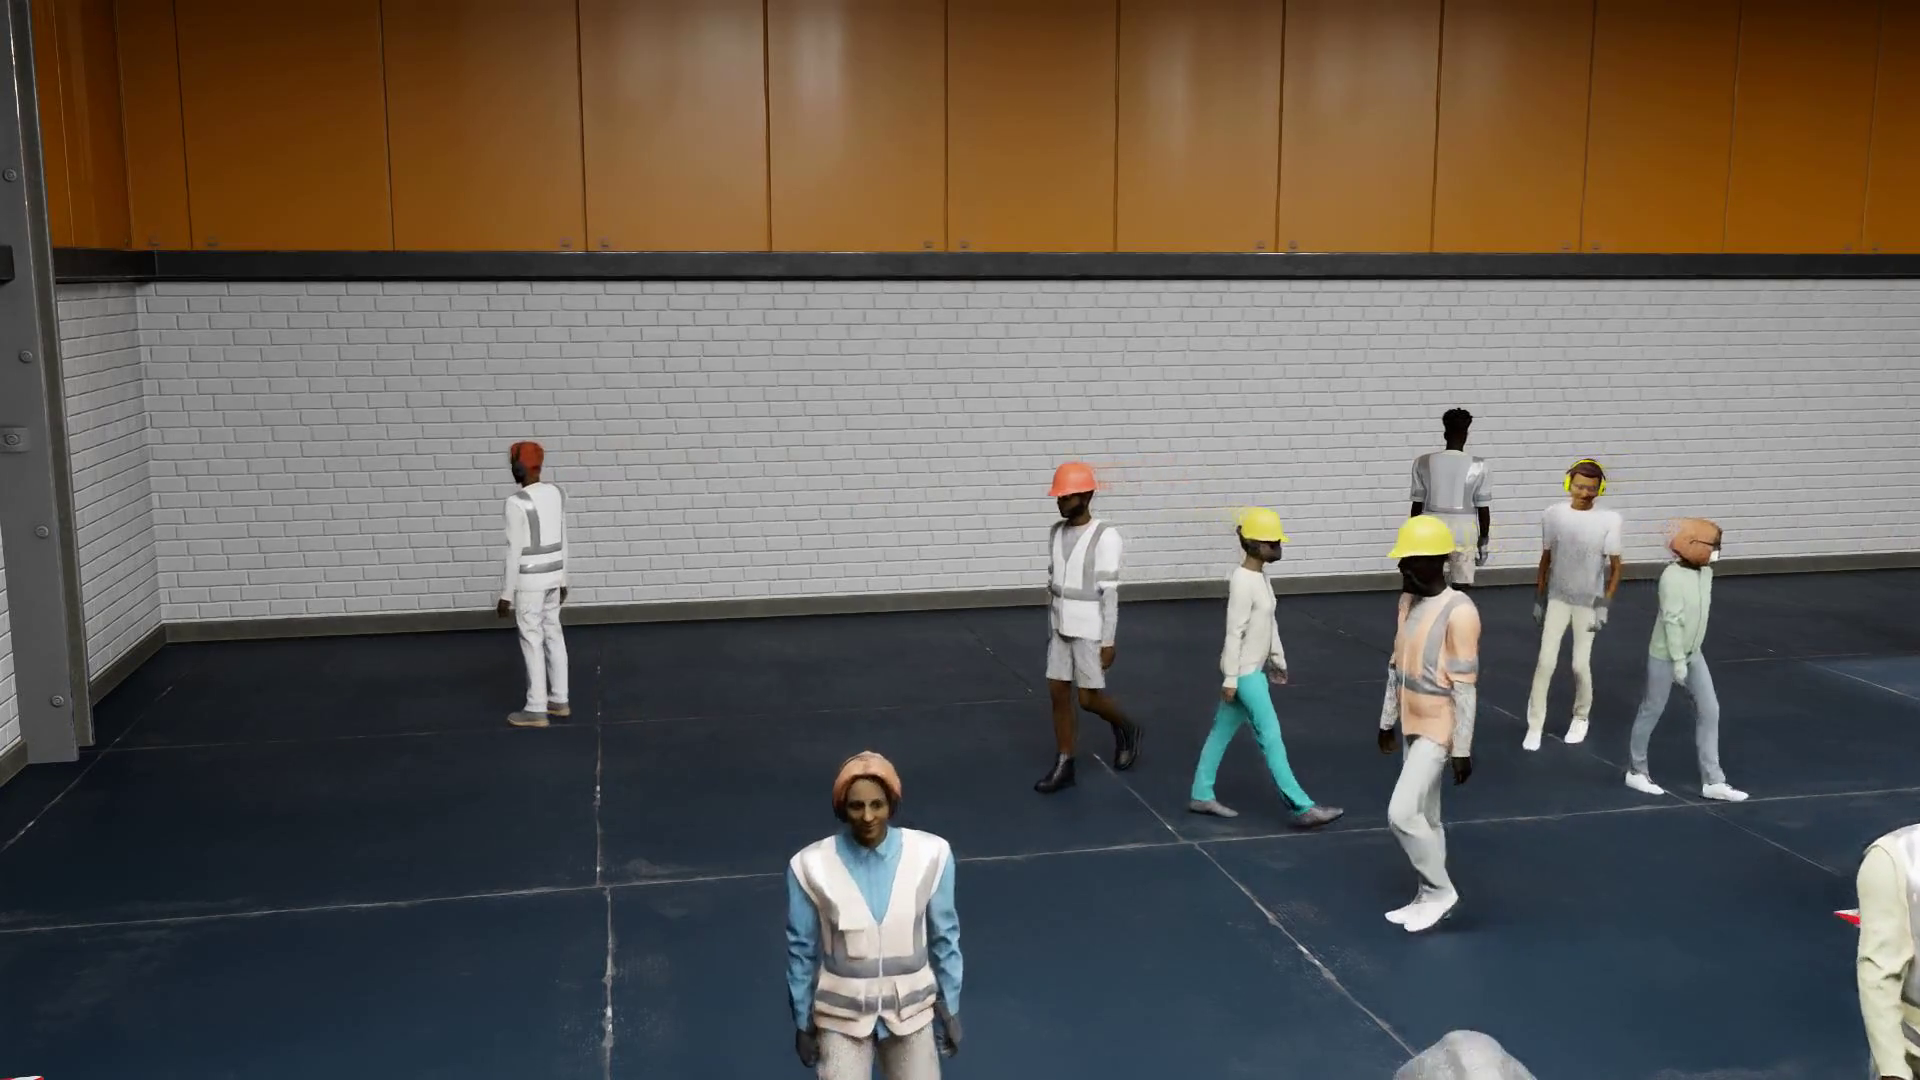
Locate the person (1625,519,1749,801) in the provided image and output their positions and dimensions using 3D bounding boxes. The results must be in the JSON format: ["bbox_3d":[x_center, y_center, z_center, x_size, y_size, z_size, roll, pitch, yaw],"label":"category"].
[{"bbox_3d":[4.105,0.686,9.310,0.515,1.602,0.751,-6,11,-33],"label":"person"}]

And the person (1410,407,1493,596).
[{"bbox_3d":[3.701,-0.022,12.573,0.607,1.959,0.372,5,10,26],"label":"person"}]

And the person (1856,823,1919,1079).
[{"bbox_3d":[2.717,1.393,4.479,0.585,1.773,0.938,1,9,9],"label":"person"}]

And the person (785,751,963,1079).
[{"bbox_3d":[-0.264,1.390,4.947,0.519,1.626,0.581,-2,10,-11],"label":"person"}]

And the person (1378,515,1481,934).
[{"bbox_3d":[2.085,0.836,7.481,0.447,1.908,0.616,-2,9,-9],"label":"person"}]

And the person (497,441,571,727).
[{"bbox_3d":[-2.789,0.284,10.925,0.352,1.882,0.594,4,10,22],"label":"person"}]

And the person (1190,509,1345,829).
[{"bbox_3d":[1.644,0.691,8.901,0.880,1.718,0.551,3,10,19],"label":"person"}]

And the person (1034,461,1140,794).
[{"bbox_3d":[0.732,0.490,9.570,0.659,1.916,0.558,-8,12,-40],"label":"person"}]

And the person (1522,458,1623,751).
[{"bbox_3d":[3.832,0.400,10.370,0.529,1.844,0.633,6,11,32],"label":"person"}]
